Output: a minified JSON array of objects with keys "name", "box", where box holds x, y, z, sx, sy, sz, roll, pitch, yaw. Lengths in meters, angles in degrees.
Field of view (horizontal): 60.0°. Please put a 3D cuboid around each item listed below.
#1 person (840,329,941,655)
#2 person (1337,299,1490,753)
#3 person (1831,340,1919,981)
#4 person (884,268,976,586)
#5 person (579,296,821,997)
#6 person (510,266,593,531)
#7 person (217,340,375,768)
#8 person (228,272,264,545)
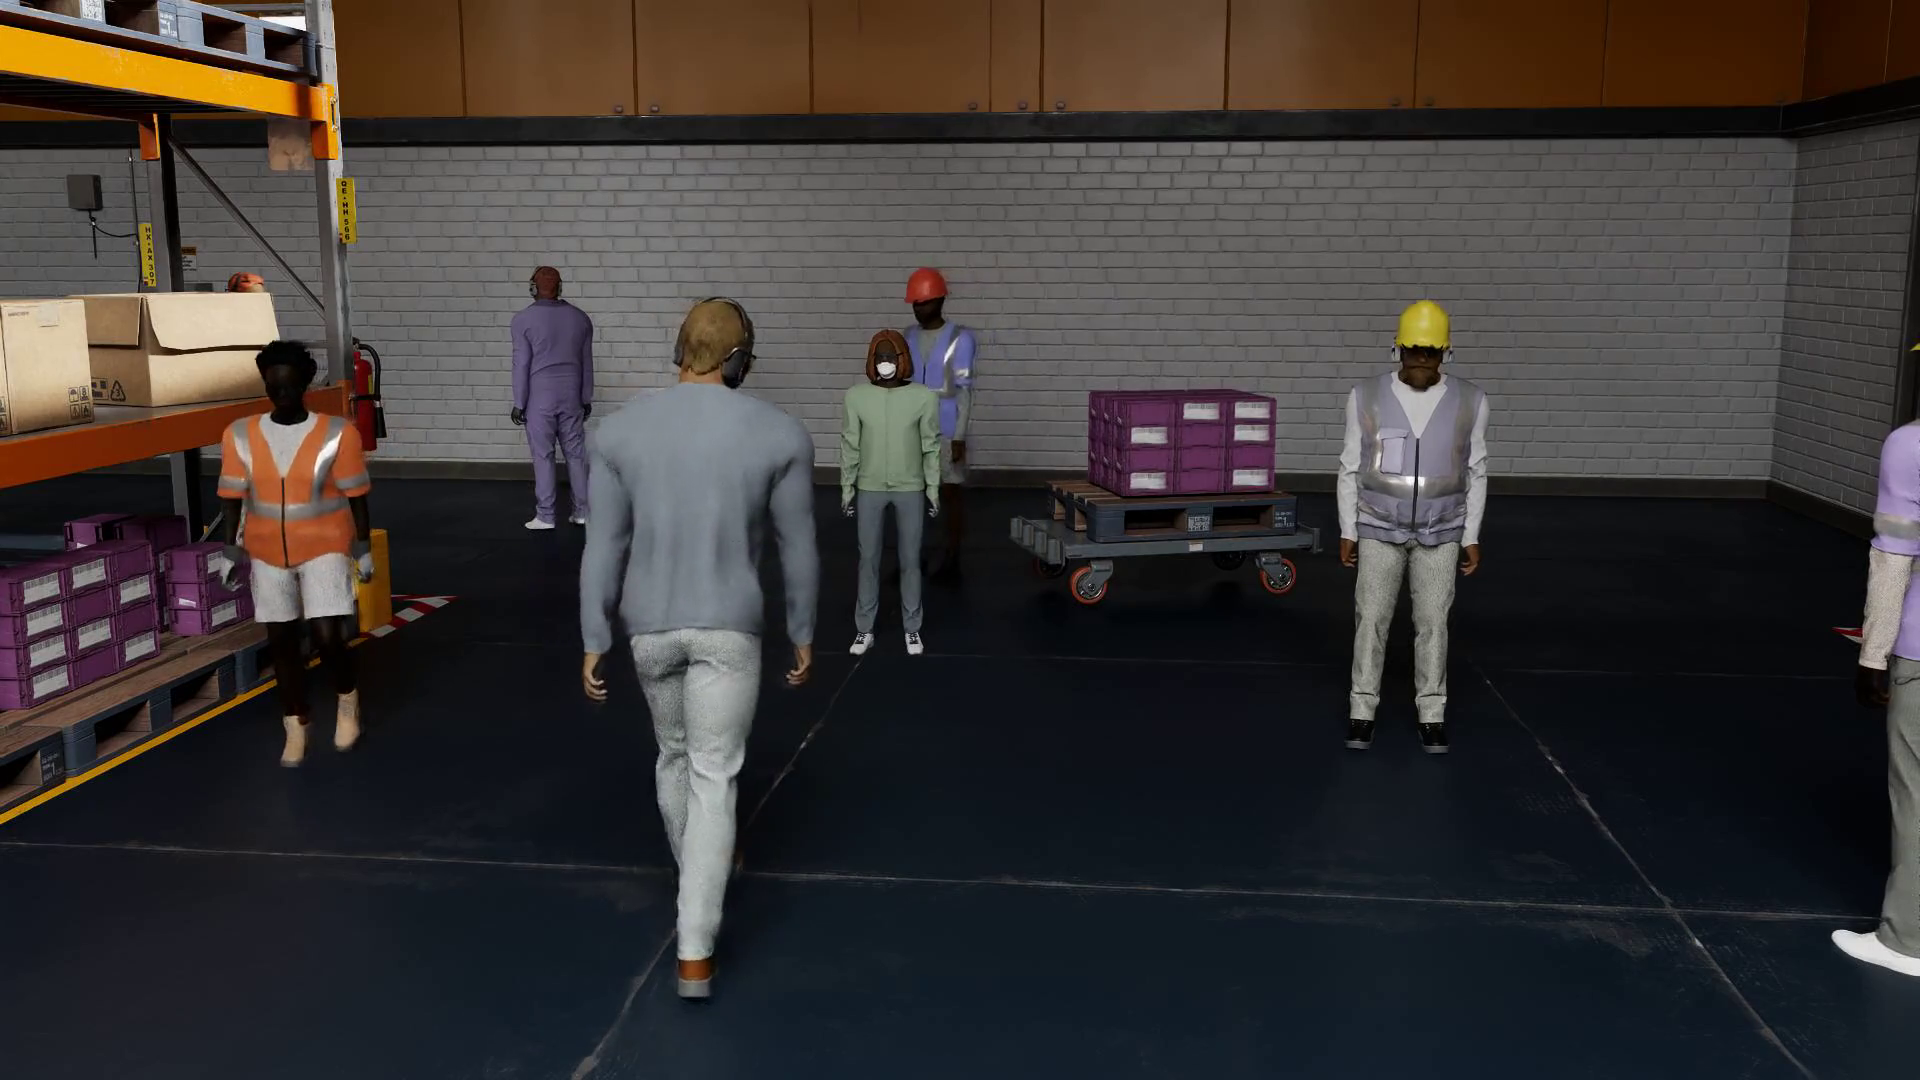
[{"name":"person","box":[-0.346,-0.232,8.304,0.506,1.632,0.268,0,10,2]},{"name":"person","box":[1.813,-0.048,6.699,0.587,1.828,0.404,2,10,11]},{"name":"person","box":[2.762,0.267,4.647,0.588,1.918,0.401,-2,10,-14]},{"name":"person","box":[-0.191,-0.650,9.912,0.569,1.906,0.728,6,11,29]},{"name":"person","box":[-0.728,0.263,4.737,0.653,1.879,0.996,1,10,4]},{"name":"person","box":[-2.963,-1.021,12.039,0.648,1.907,0.401,-9,13,-42]},{"name":"person","box":[-2.585,0.064,6.475,0.535,1.679,0.372,-1,10,-4]},{"name":"person","box":[-4.546,-0.766,10.668,0.351,1.880,0.577,3,10,19]}]
